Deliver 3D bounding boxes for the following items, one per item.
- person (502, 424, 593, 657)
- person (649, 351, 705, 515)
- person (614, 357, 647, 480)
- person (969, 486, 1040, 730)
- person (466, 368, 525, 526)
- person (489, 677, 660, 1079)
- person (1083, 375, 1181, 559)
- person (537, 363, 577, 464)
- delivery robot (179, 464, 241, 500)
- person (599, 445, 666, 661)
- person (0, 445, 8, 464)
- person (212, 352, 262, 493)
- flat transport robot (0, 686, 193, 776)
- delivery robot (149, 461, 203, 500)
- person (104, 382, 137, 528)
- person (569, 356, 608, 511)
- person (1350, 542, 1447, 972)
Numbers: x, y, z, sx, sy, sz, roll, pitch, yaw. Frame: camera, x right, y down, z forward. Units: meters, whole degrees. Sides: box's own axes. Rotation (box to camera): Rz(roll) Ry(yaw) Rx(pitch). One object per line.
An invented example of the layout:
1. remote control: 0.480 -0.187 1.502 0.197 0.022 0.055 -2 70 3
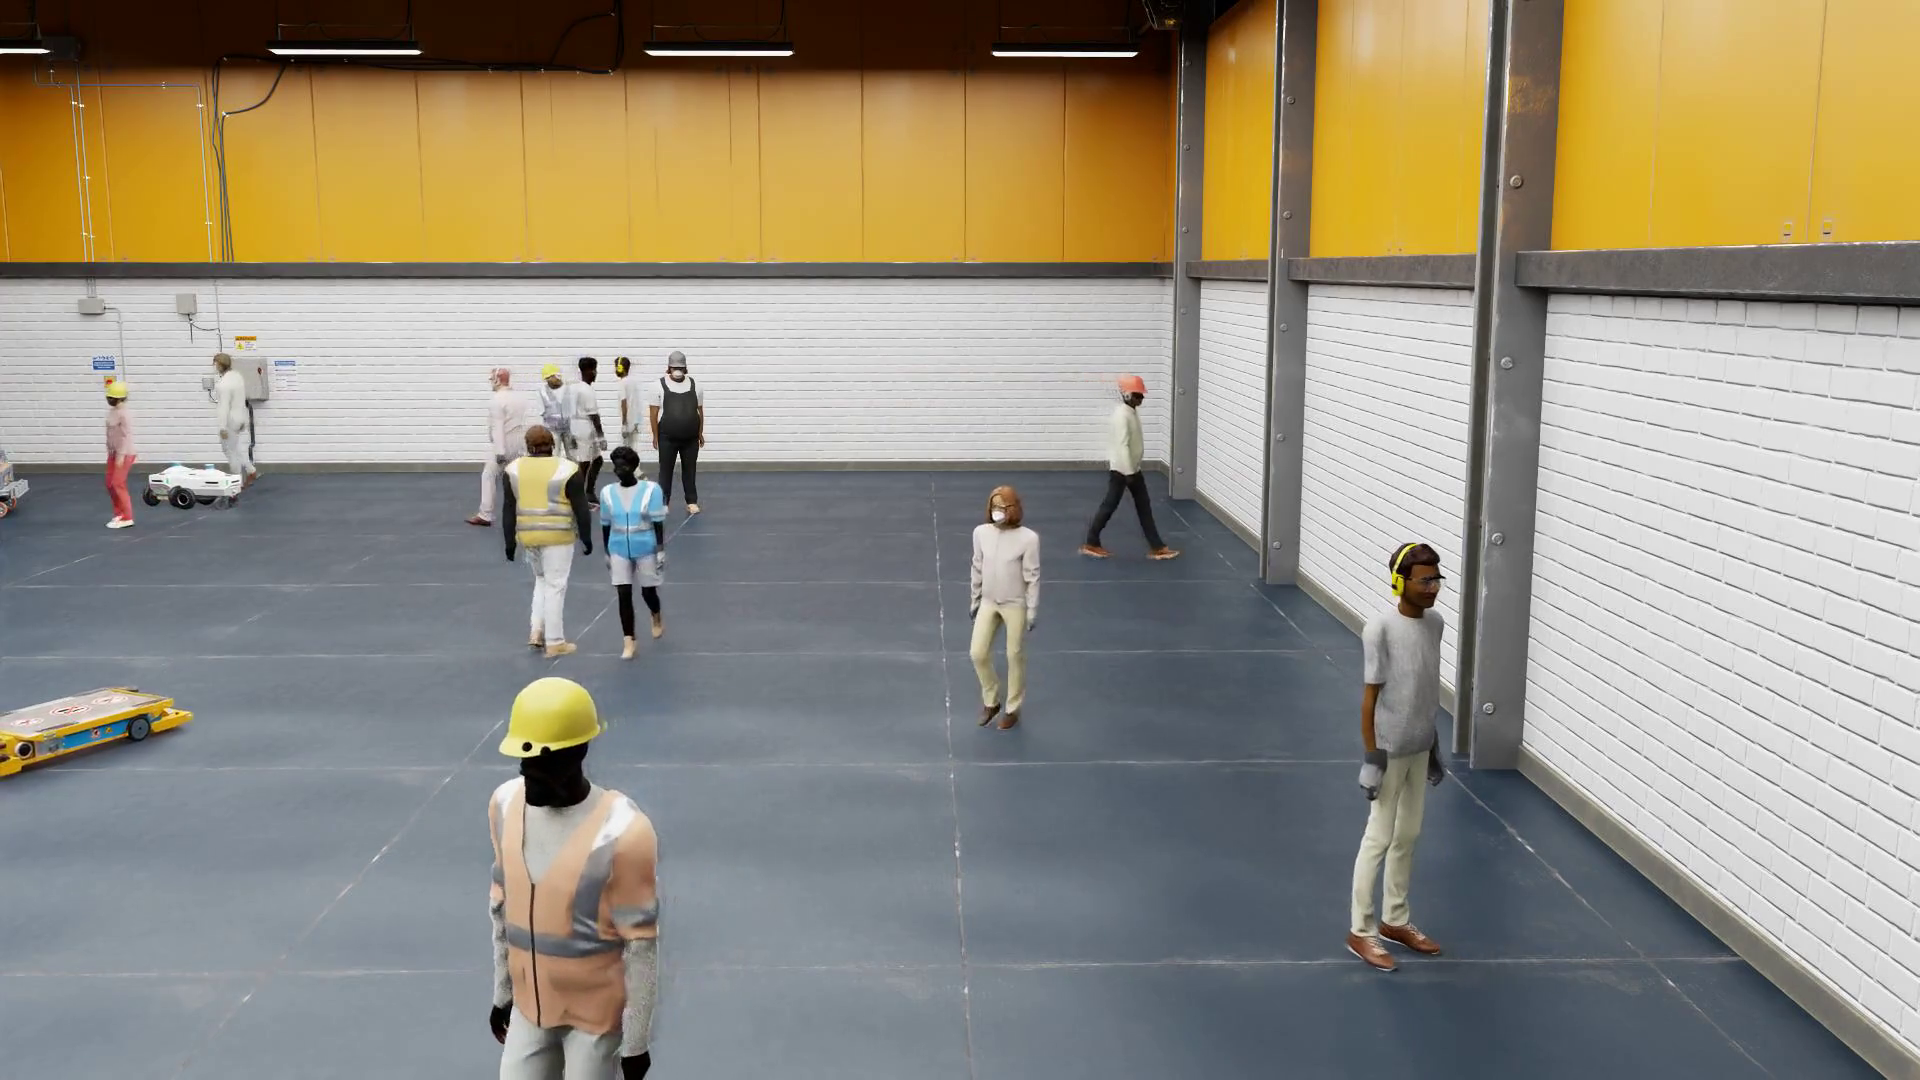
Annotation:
1. person: -3.219 0.006 13.076 0.598 1.823 0.509 3 10 19
2. person: -3.467 -1.325 20.550 0.687 2.000 0.535 -4 10 -23
3. person: -4.534 -1.573 22.685 0.432 1.839 0.576 3 10 16
4. person: 0.268 0.455 10.891 0.522 1.617 0.425 5 10 27
5. person: -5.459 -1.086 19.600 0.872 1.874 0.661 2 10 14
6. person: -1.100 1.309 4.782 0.614 1.914 0.488 5 11 30
7. person: 1.754 -0.751 17.352 1.048 1.938 0.646 4 10 23
8. person: -5.330 -1.481 22.267 0.642 1.795 0.408 -3 10 -16
9. delivery robot: -9.508 -0.722 21.107 0.707 0.478 0.477 2 9 10
10. person: -2.545 0.079 13.042 0.543 1.675 0.565 1 9 4
11. person: -12.621 -1.301 21.694 0.610 1.606 0.541 -2 9 -10
12. person: -9.825 -1.576 22.450 0.469 1.923 0.656 -1 9 -3
13. flat transport robot: -5.697 1.191 10.535 0.652 0.197 1.431 4 10 26
14. delivery robot: -10.064 -0.771 21.411 0.477 0.478 0.707 3 10 19
15. person: -9.845 -0.991 19.472 0.553 1.726 0.347 8 12 40
16. person: -4.626 -1.323 20.833 0.620 1.935 0.637 -4 10 -24
17. person: 1.940 0.927 7.269 0.532 1.868 0.309 -7 12 -38
